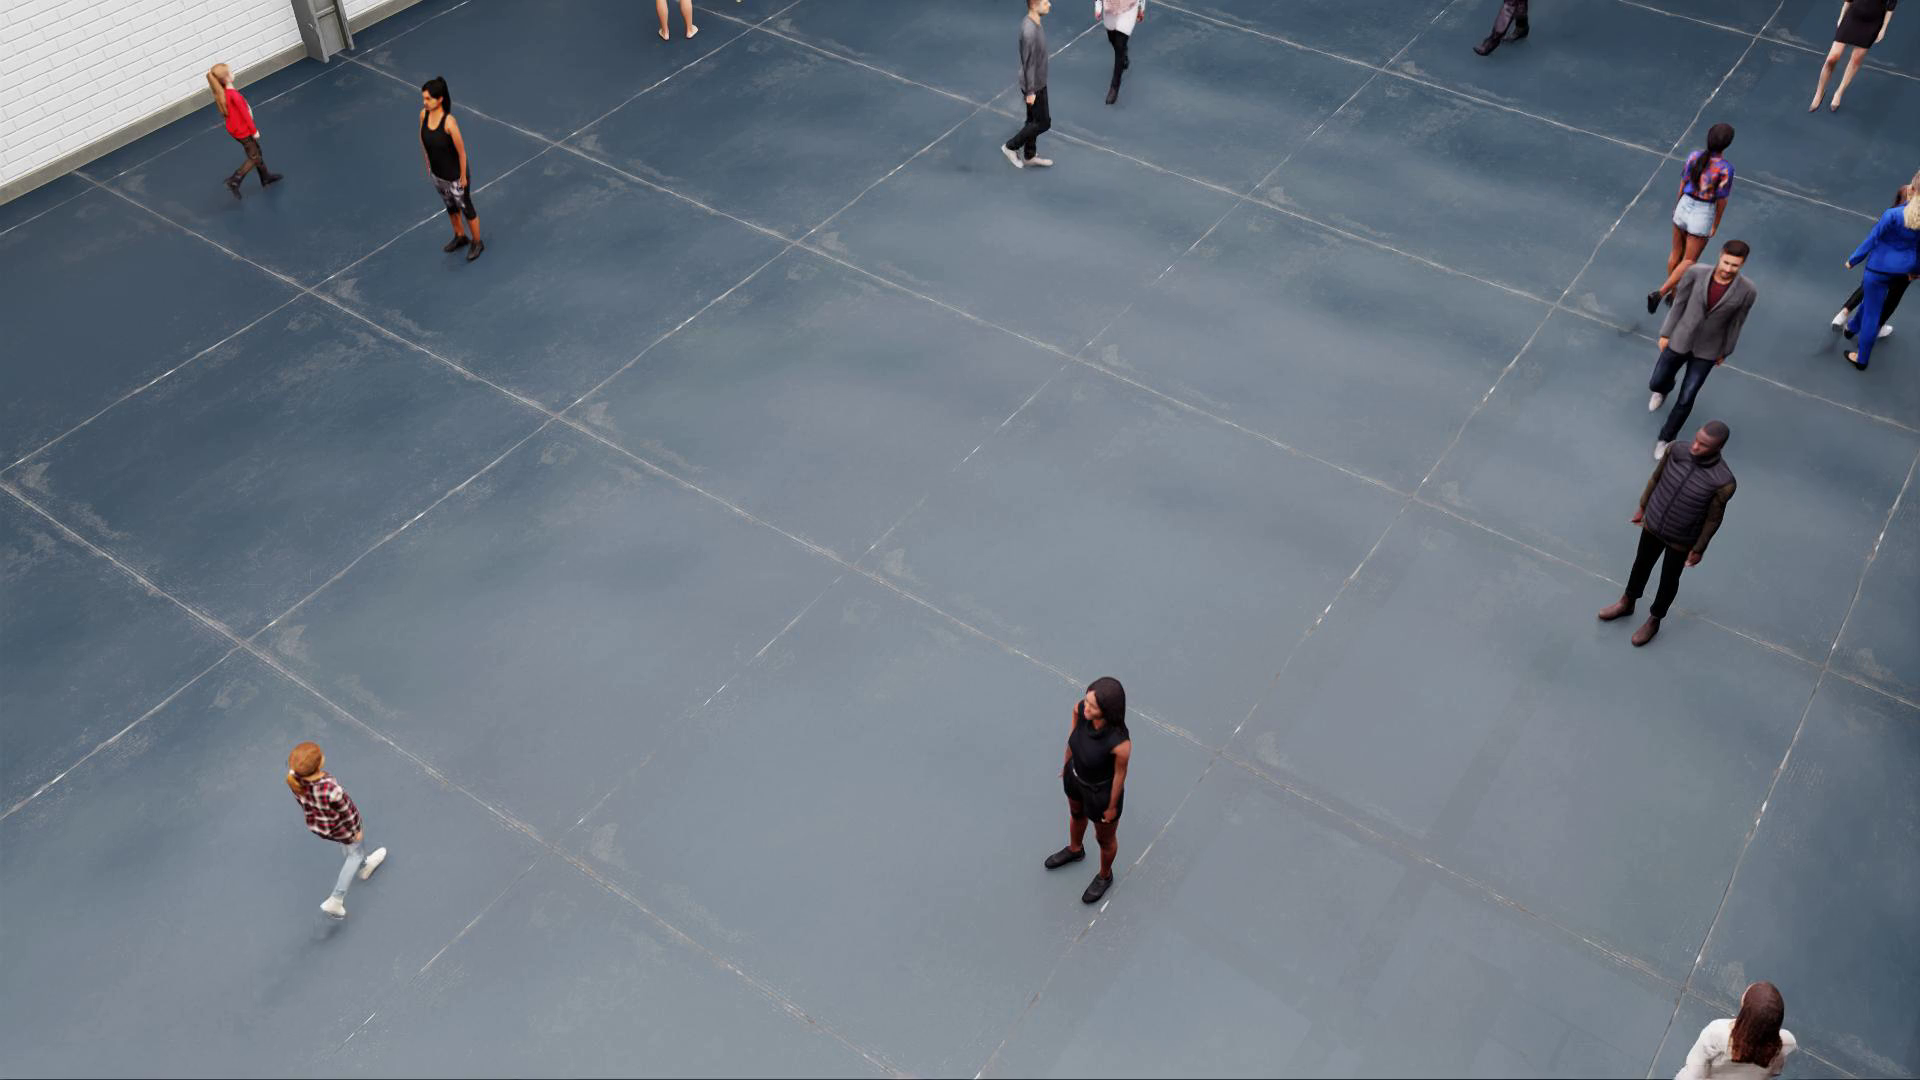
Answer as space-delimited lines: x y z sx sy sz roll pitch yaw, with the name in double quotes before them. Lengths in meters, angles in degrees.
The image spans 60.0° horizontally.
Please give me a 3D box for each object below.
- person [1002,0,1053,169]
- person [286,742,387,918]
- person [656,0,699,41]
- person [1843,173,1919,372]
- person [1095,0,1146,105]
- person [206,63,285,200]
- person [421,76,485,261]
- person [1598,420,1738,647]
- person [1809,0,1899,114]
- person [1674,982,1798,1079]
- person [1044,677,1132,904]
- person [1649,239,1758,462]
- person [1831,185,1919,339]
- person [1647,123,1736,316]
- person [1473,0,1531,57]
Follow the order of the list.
"person" 0.599 -4.218 15.314 0.869 1.754 0.809 2 44 2
"person" -3.608 1.640 9.499 0.626 1.293 0.845 16 46 16
"person" -3.039 -6.071 17.214 0.745 1.817 0.791 -5 44 -5
"person" 7.361 -2.065 13.111 0.939 1.677 1.003 -8 44 -8
"person" 1.605 -5.289 16.426 0.942 1.771 1.235 7 44 7
"person" -6.573 -3.711 15.135 0.839 1.267 0.592 -34 53 -31
"person" -4.392 -3.204 14.319 0.594 1.660 0.535 21 47 20
"person" 4.681 -0.075 10.905 0.724 1.838 0.771 -24 48 -23
"person" 8.750 -5.004 16.114 0.617 1.789 0.670 21 48 21
"person" 3.715 2.752 8.070 0.892 1.655 1.167 8 44 8
"person" 0.761 1.393 9.435 0.614 1.740 0.655 -29 51 -27
"person" 5.473 -1.490 12.378 0.713 1.856 0.967 23 48 22
"person" 7.485 -2.268 13.316 1.027 1.688 0.892 -20 47 -19
"person" 5.960 -2.594 13.630 1.023 1.727 0.745 -29 51 -27
"person" 5.809 -5.894 17.037 1.245 1.806 0.972 -23 48 -23
